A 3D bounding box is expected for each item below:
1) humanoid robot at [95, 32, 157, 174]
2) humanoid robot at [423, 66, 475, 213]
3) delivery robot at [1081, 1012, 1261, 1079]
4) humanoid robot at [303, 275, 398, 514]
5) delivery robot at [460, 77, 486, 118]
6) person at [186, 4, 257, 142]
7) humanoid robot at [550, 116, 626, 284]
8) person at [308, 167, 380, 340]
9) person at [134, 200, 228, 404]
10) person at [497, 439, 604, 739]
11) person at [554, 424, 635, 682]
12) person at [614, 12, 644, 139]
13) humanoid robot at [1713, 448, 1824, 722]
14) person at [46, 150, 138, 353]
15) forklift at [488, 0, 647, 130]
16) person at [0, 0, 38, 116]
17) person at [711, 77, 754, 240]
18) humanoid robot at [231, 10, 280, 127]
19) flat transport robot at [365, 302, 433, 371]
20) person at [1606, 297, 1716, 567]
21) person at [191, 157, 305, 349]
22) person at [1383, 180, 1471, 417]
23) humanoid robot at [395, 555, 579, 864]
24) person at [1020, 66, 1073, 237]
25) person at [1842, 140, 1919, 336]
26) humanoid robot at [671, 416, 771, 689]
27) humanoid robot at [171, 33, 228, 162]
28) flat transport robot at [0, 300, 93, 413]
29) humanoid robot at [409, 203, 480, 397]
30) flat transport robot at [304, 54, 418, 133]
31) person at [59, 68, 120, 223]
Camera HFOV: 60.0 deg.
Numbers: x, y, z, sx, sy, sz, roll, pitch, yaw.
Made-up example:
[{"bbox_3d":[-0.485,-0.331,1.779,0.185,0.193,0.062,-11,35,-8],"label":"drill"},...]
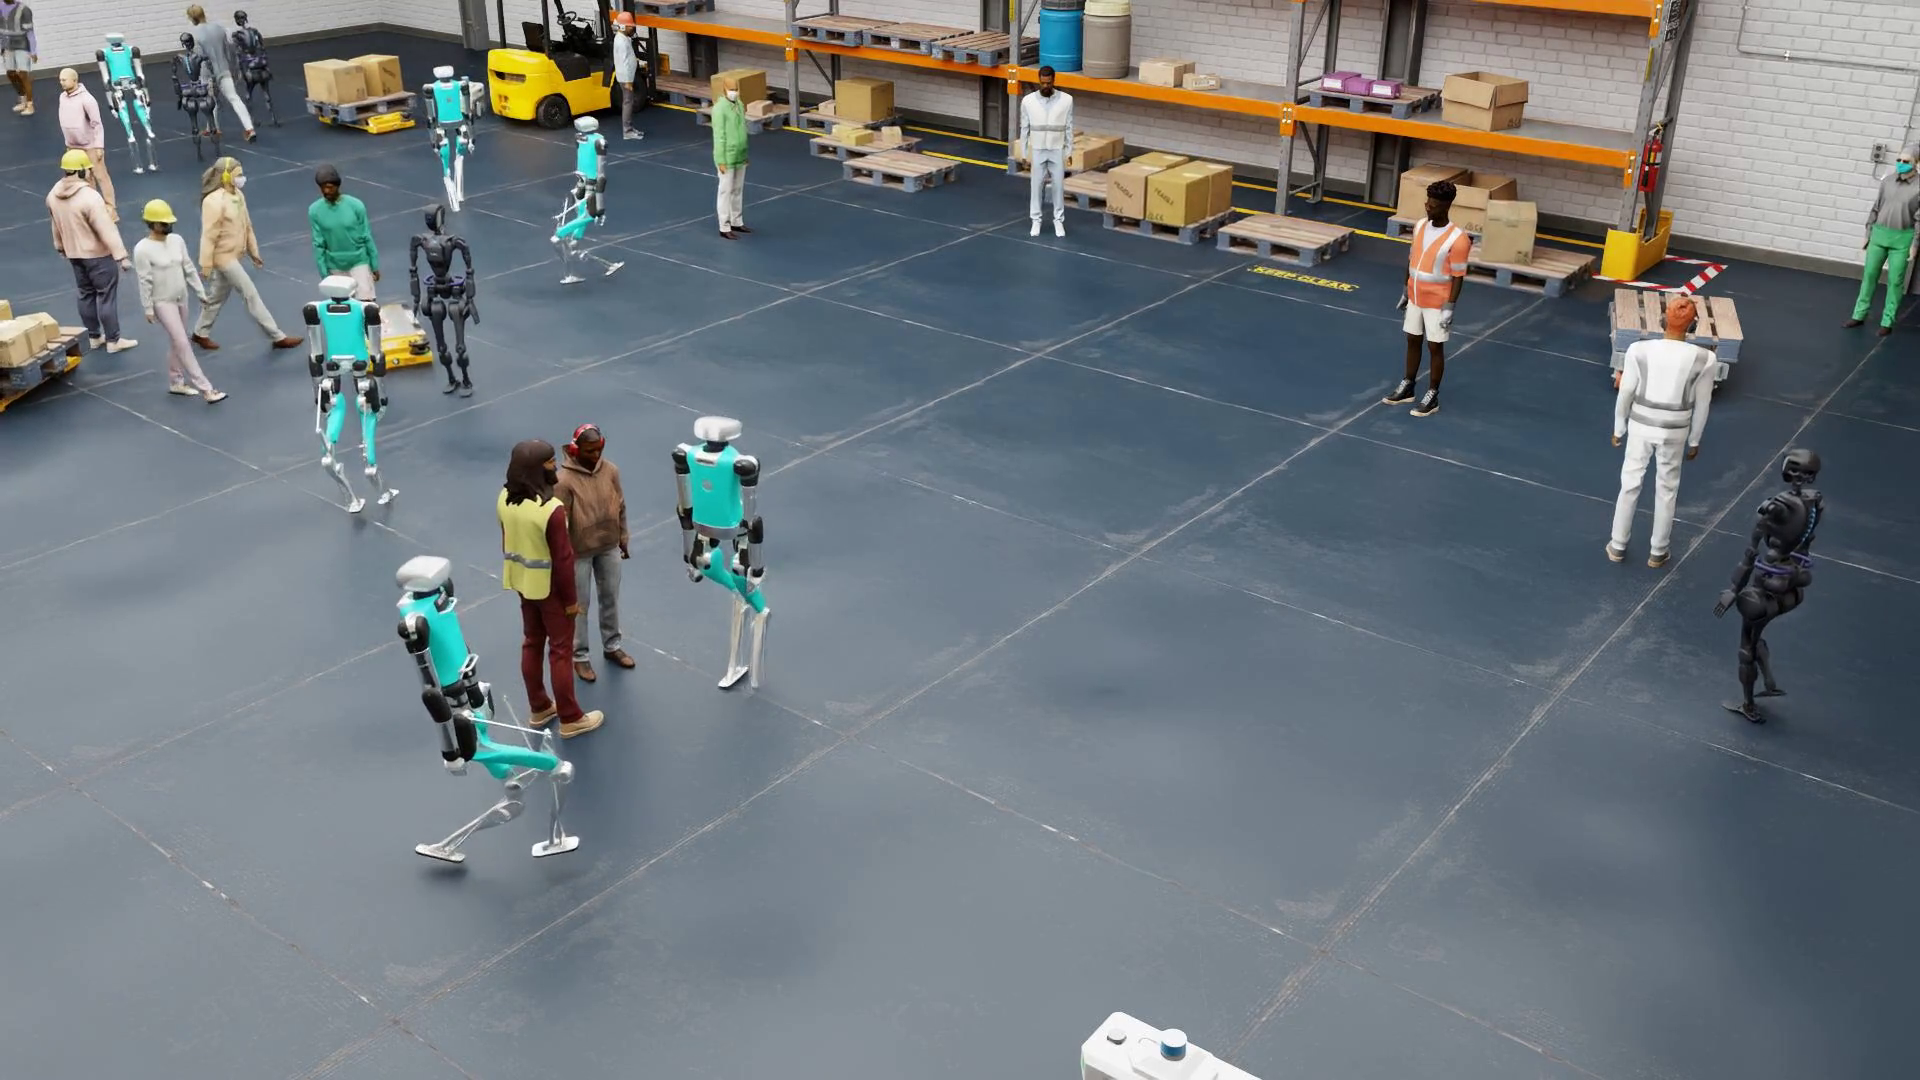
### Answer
[{"bbox_3d":[-10.699,-5.623,21.520,0.542,1.751,0.817,-18,31,-33],"label":"humanoid robot"},{"bbox_3d":[-6.050,-4.764,19.750,0.536,1.756,0.942,-11,28,-22],"label":"humanoid robot"},{"bbox_3d":[0.858,2.231,6.638,0.804,0.610,0.499,18,31,33],"label":"delivery robot"},{"bbox_3d":[-4.368,-0.936,11.855,0.545,1.793,0.854,-2,26,-4],"label":"humanoid robot"},{"bbox_3d":[-7.421,-6.650,25.017,0.499,0.597,0.779,2,26,3],"label":"delivery robot"},{"bbox_3d":[-10.364,-6.499,23.188,1.035,1.880,0.647,15,30,28],"label":"person"},{"bbox_3d":[-3.901,-3.388,16.897,1.014,1.725,0.539,-20,32,-35],"label":"humanoid robot"},{"bbox_3d":[-5.445,-2.421,14.789,0.527,1.824,0.489,-5,26,-10],"label":"person"},{"bbox_3d":[-6.541,-1.998,14.016,0.778,1.731,0.534,7,27,14],"label":"person"},{"bbox_3d":[-2.325,0.281,9.263,0.468,1.769,0.375,17,31,32],"label":"person"},{"bbox_3d":[-2.176,0.060,9.872,0.452,1.641,0.326,-19,32,-35],"label":"person"},{"bbox_3d":[-4.671,-6.536,23.417,0.348,1.738,0.572,-5,26,-10],"label":"person"},{"bbox_3d":[4.581,0.257,9.419,0.588,1.654,0.339,-14,29,-26],"label":"humanoid robot"},{"bbox_3d":[-7.944,-2.616,15.170,0.819,1.855,0.434,10,28,20],"label":"person"},{"bbox_3d":[-5.874,-7.334,24.552,1.214,2.155,2.313,19,32,34],"label":"forklift"},{"bbox_3d":[-14.089,-7.353,24.843,0.713,1.982,0.441,5,26,11],"label":"person"},{"bbox_3d":[-2.570,-4.309,18.757,0.385,1.781,0.541,13,29,24],"label":"person"},{"bbox_3d":[-10.206,-6.810,24.065,0.440,1.635,0.612,10,28,20],"label":"humanoid robot"},{"bbox_3d":[-5.385,-1.910,15.526,0.659,0.231,1.431,-12,28,-23],"label":"flat transport robot"},{"bbox_3d":[4.694,-0.717,11.202,0.572,1.881,0.358,11,28,22],"label":"person"},{"bbox_3d":[-6.699,-2.604,15.207,1.051,1.809,0.565,-1,26,-2],"label":"person"},{"bbox_3d":[3.882,-2.004,13.772,0.368,1.965,0.601,-14,29,-27],"label":"person"},{"bbox_3d":[-2.220,0.893,8.076,1.034,1.739,0.548,0,26,-1],"label":"humanoid robot"},{"bbox_3d":[0.976,-4.394,18.794,0.594,1.907,0.408,0,26,0],"label":"person"},{"bbox_3d":[8.784,-2.849,15.667,0.326,1.839,0.525,-18,31,-33],"label":"person"},{"bbox_3d":[-1.292,0.069,9.765,0.543,1.818,0.674,10,28,20],"label":"humanoid robot"},{"bbox_3d":[-10.162,-5.902,22.157,0.599,1.657,0.315,-2,26,-4],"label":"humanoid robot"},{"bbox_3d":[-8.358,-1.401,14.473,0.659,0.231,1.431,2,26,4],"label":"flat transport robot"},{"bbox_3d":[-4.393,-2.052,14.200,0.588,1.652,0.327,1,26,2],"label":"humanoid robot"},{"bbox_3d":[-8.727,-6.196,24.402,1.431,0.231,0.659,18,31,33],"label":"flat transport robot"},{"bbox_3d":[-10.117,-4.558,19.266,0.525,1.784,0.404,8,27,17],"label":"person"}]
